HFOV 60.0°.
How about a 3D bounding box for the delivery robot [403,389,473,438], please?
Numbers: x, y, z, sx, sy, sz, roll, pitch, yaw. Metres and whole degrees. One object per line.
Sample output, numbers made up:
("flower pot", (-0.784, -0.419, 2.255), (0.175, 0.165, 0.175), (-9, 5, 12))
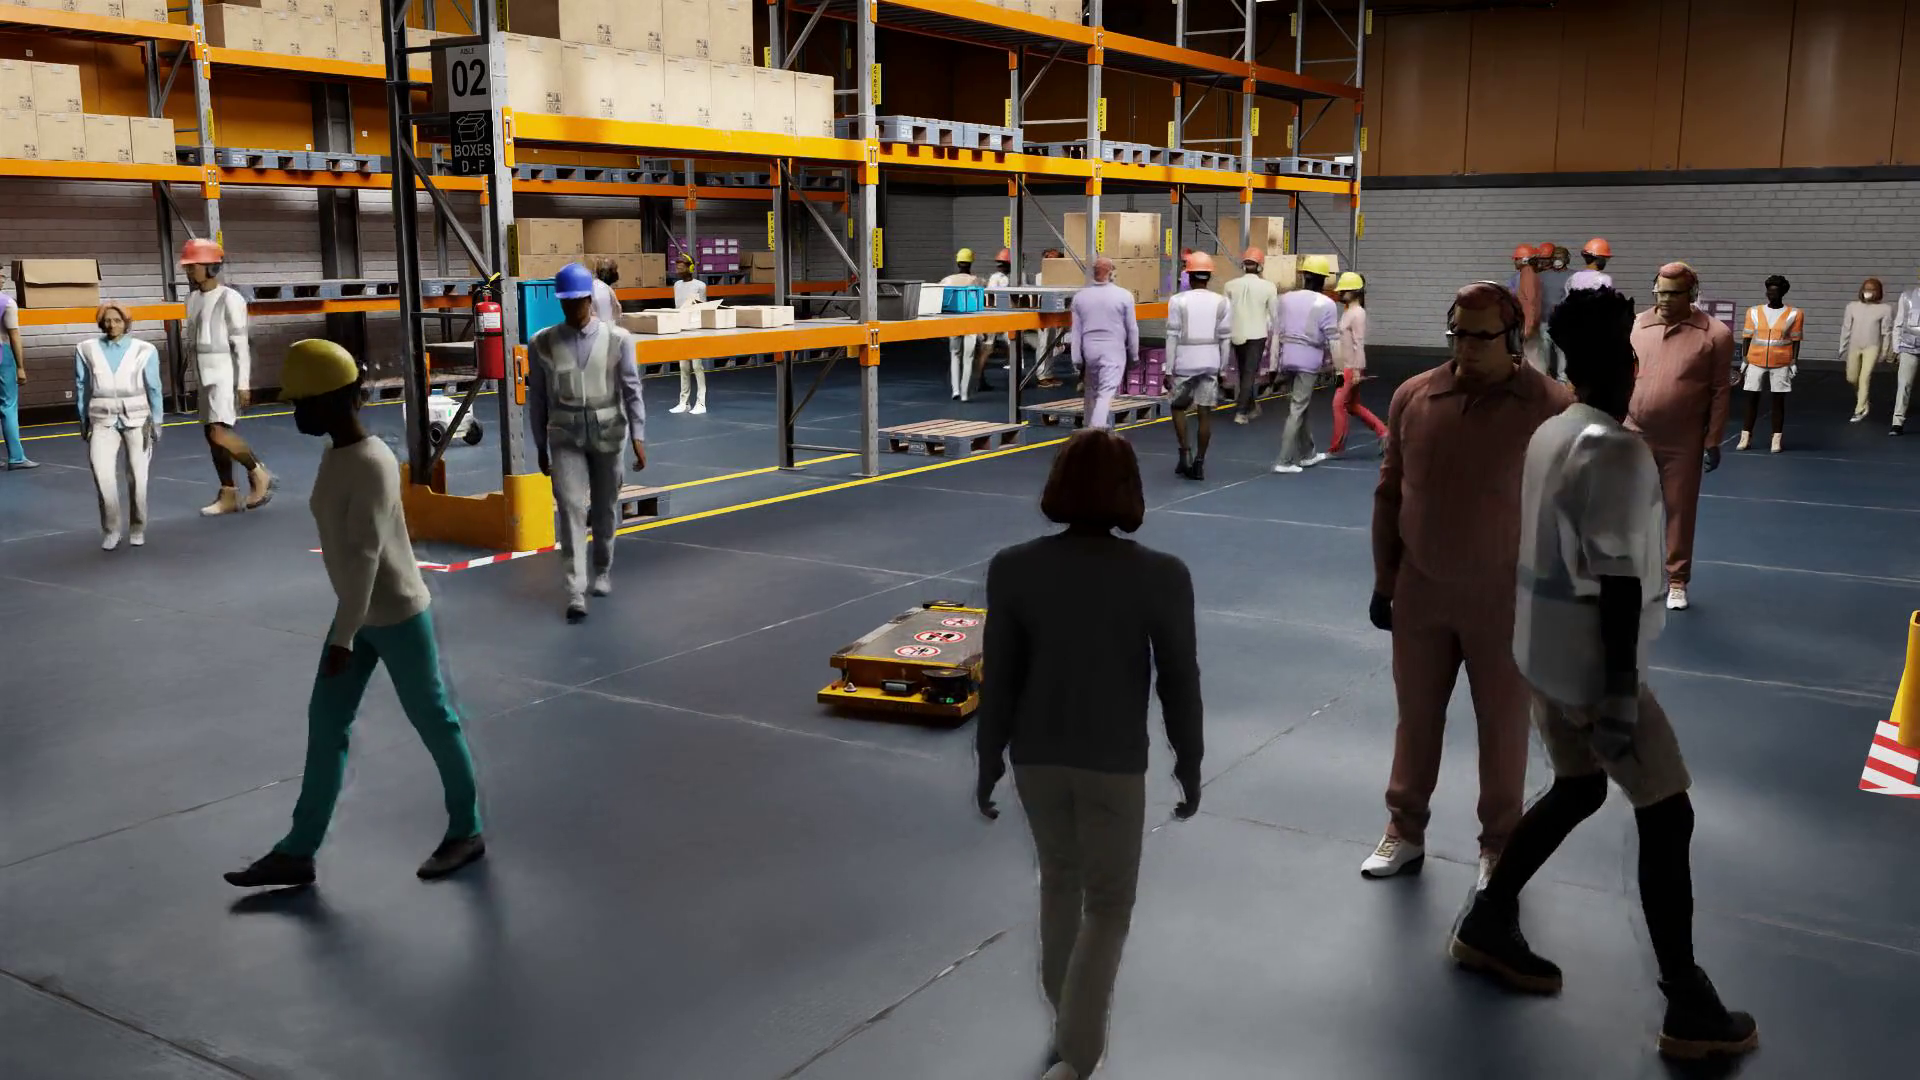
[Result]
("delivery robot", (-5.148, -1.245, 16.389), (0.707, 0.478, 0.477), (6, 12, 30))

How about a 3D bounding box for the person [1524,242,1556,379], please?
("person", (7.876, -3.013, 22.476), (0.608, 1.987, 0.391), (4, 11, 23))

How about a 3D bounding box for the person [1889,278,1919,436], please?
("person", (9.912, -1.962, 17.111), (0.586, 1.822, 0.403), (7, 12, 32))

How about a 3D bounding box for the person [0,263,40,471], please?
("person", (-8.499, -1.521, 14.608), (0.564, 1.842, 0.392), (2, 10, 9))

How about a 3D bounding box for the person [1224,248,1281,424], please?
("person", (3.242, -2.266, 18.480), (0.646, 1.939, 1.045), (5, 12, 27))

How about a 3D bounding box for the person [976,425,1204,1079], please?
("person", (0.276, 0.542, 3.860), (0.532, 1.601, 0.723), (4, 11, 19))

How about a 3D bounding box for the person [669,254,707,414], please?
("person", (-3.172, -2.401, 19.429), (0.517, 1.865, 0.327), (7, 12, 32))

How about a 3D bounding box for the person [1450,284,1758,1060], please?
("person", (1.681, 0.311, 4.288), (0.653, 1.910, 0.660), (0, 10, 2))

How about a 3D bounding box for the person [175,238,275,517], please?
("person", (-5.435, -1.173, 12.161), (0.621, 2.031, 0.474), (6, 12, 32))

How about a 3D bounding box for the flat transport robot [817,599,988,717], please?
("flat transport robot", (-0.072, 0.519, 7.660), (0.652, 0.197, 1.431), (3, 11, 19))

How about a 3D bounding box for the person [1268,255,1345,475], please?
("person", (3.075, -1.524, 14.479), (0.886, 1.884, 0.614), (-8, 13, -37))

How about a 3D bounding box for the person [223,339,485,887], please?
("person", (-1.886, 0.248, 5.119), (0.858, 1.710, 0.550), (-8, 13, -39))

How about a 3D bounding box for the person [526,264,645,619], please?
("person", (-2.046, -0.555, 9.134), (0.615, 1.897, 0.997), (-2, 10, -12))

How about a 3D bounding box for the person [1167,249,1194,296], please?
("person", (3.214, -3.161, 23.555), (0.569, 1.888, 0.957), (6, 12, 32))

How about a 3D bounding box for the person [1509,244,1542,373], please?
("person", (7.047, -2.754, 21.110), (0.900, 1.955, 0.651), (4, 11, 21))

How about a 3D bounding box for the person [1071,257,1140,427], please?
("person", (1.369, -1.781, 16.005), (0.634, 1.868, 0.993), (6, 12, 29))

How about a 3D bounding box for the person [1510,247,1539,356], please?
("person", (7.909, -3.100, 23.152), (0.546, 1.920, 0.465), (9, 14, 42))

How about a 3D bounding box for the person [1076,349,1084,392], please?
("person", (1.851, -2.811, 22.264), (0.540, 1.661, 0.813), (9, 14, 41))

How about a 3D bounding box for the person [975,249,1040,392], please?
("person", (0.619, -2.937, 22.311), (0.981, 1.878, 0.577), (-5, 11, -26))

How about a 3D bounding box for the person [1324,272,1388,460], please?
("person", (3.657, -1.588, 15.304), (0.719, 1.742, 0.531), (1, 10, 3))

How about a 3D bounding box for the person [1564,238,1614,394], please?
("person", (6.693, -2.172, 17.660), (0.391, 2.040, 0.614), (-4, 11, -23))

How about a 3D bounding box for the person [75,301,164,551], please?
("person", (-5.476, -0.738, 10.845), (0.530, 1.617, 0.602), (-3, 11, -19))

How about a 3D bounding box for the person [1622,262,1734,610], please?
("person", (3.864, -0.566, 9.162), (0.636, 1.902, 0.405), (7, 12, 32))

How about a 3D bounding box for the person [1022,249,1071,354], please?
("person", (1.624, -4.251, 29.685), (1.070, 1.881, 0.629), (3, 11, 15))

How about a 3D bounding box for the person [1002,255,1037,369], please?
("person", (1.019, -3.616, 26.184), (0.652, 1.853, 0.542), (-1, 10, -7))

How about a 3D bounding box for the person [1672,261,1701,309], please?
("person", (8.033, -2.211, 18.616), (0.405, 1.783, 0.683), (0, 10, 0))

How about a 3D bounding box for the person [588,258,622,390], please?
("person", (-3.839, -2.154, 18.162), (0.525, 1.829, 0.628), (-2, 10, -9))

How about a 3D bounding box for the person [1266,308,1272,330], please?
("person", (4.550, -3.520, 25.785), (0.841, 1.805, 0.640), (8, 13, 36))

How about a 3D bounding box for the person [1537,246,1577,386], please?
("person", (7.613, -2.763, 21.226), (0.628, 1.940, 0.377), (6, 12, 29))

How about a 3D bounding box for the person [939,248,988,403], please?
("person", (0.061, -2.686, 20.857), (0.620, 1.905, 0.661), (1, 10, 5))

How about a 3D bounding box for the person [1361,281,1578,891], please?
("person", (1.567, 0.157, 5.152), (0.636, 1.902, 0.405), (7, 12, 32))

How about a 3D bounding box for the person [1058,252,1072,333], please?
("person", (1.894, -4.348, 30.396), (0.894, 1.813, 0.646), (0, 10, -1))

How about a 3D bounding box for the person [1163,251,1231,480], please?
("person", (1.992, -1.468, 14.087), (0.579, 1.921, 0.451), (-1, 10, -7))

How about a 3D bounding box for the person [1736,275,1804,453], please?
("person", (7.741, -1.680, 15.906), (0.529, 1.692, 0.321), (7, 12, 32))

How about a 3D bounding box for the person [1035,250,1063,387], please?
("person", (1.232, -3.059, 23.011), (0.355, 1.886, 0.572), (5, 12, 28))

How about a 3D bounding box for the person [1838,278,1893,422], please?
("person", (10.194, -2.144, 18.701), (0.684, 1.609, 0.503), (-9, 14, -41))
